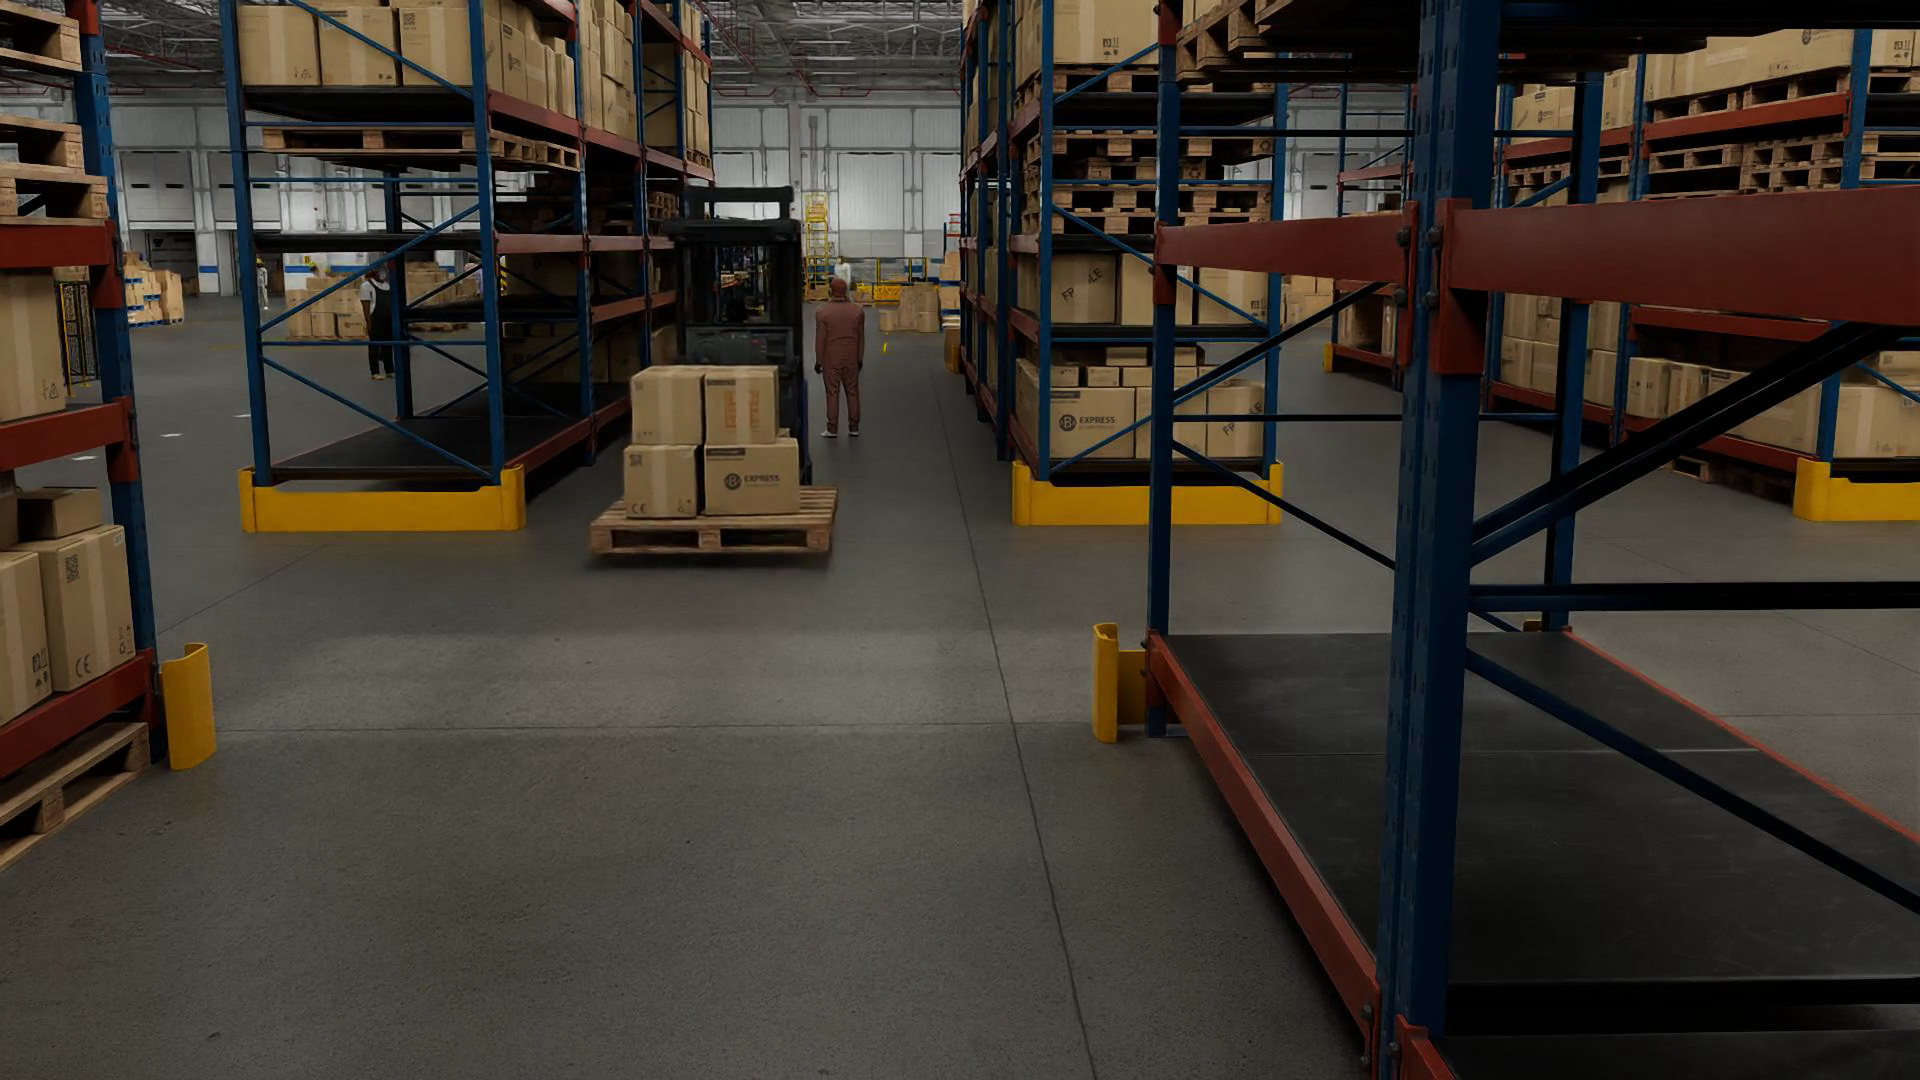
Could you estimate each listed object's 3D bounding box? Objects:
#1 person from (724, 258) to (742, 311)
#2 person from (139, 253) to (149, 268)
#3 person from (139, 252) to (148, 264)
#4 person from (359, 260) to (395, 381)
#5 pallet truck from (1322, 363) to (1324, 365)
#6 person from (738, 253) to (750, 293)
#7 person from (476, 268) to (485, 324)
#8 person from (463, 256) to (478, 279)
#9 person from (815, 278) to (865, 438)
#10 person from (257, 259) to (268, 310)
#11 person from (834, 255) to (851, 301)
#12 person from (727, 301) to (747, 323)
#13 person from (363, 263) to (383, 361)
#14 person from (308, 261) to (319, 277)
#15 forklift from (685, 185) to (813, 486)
[{"bbox_3d":[-7.461,-8.433,55.126,0.517,1.797,0.957,-9,14,-42],"label":"person"},{"bbox_3d":[-30.677,-9.790,62.340,0.851,1.919,0.614,9,13,40],"label":"person"},{"bbox_3d":[-33.135,-10.688,67.355,0.729,1.920,0.566,10,14,44],"label":"person"},{"bbox_3d":[-9.801,-3.736,28.271,0.538,2.000,0.682,5,11,27],"label":"person"},{"bbox_3d":[7.712,-4.157,30.737,1.885,1.965,0.823,3,11,16],"label":"pallet truck"},{"bbox_3d":[-8.449,-10.224,64.779,0.567,1.908,0.622,-1,10,-3],"label":"person"},{"bbox_3d":[-13.471,-7.098,47.362,0.582,1.919,0.395,-4,11,-21],"label":"person"},{"bbox_3d":[-16.908,-8.930,57.763,0.635,1.842,0.429,4,11,22],"label":"person"},{"bbox_3d":[-1.453,-2.176,19.954,0.638,1.909,0.408,-5,11,-27],"label":"person"},{"bbox_3d":[-24.188,-8.831,57.487,0.493,1.742,0.304,2,10,11],"label":"person"},{"bbox_3d":[-3.918,-8.593,55.723,0.635,1.909,0.947,4,11,22],"label":"person"},{"bbox_3d":[-2.447,-1.791,18.391,0.535,1.700,0.318,-6,12,-31],"label":"person"},{"bbox_3d":[-11.553,-4.477,32.725,0.397,1.922,0.582,-9,13,-40],"label":"person"},{"bbox_3d":[-19.494,-7.535,50.246,0.528,1.745,0.547,-3,11,-17],"label":"person"},{"bbox_3d":[-1.923,-1.740,14.811,1.129,2.768,1.873,0,10,-2],"label":"forklift"}]
